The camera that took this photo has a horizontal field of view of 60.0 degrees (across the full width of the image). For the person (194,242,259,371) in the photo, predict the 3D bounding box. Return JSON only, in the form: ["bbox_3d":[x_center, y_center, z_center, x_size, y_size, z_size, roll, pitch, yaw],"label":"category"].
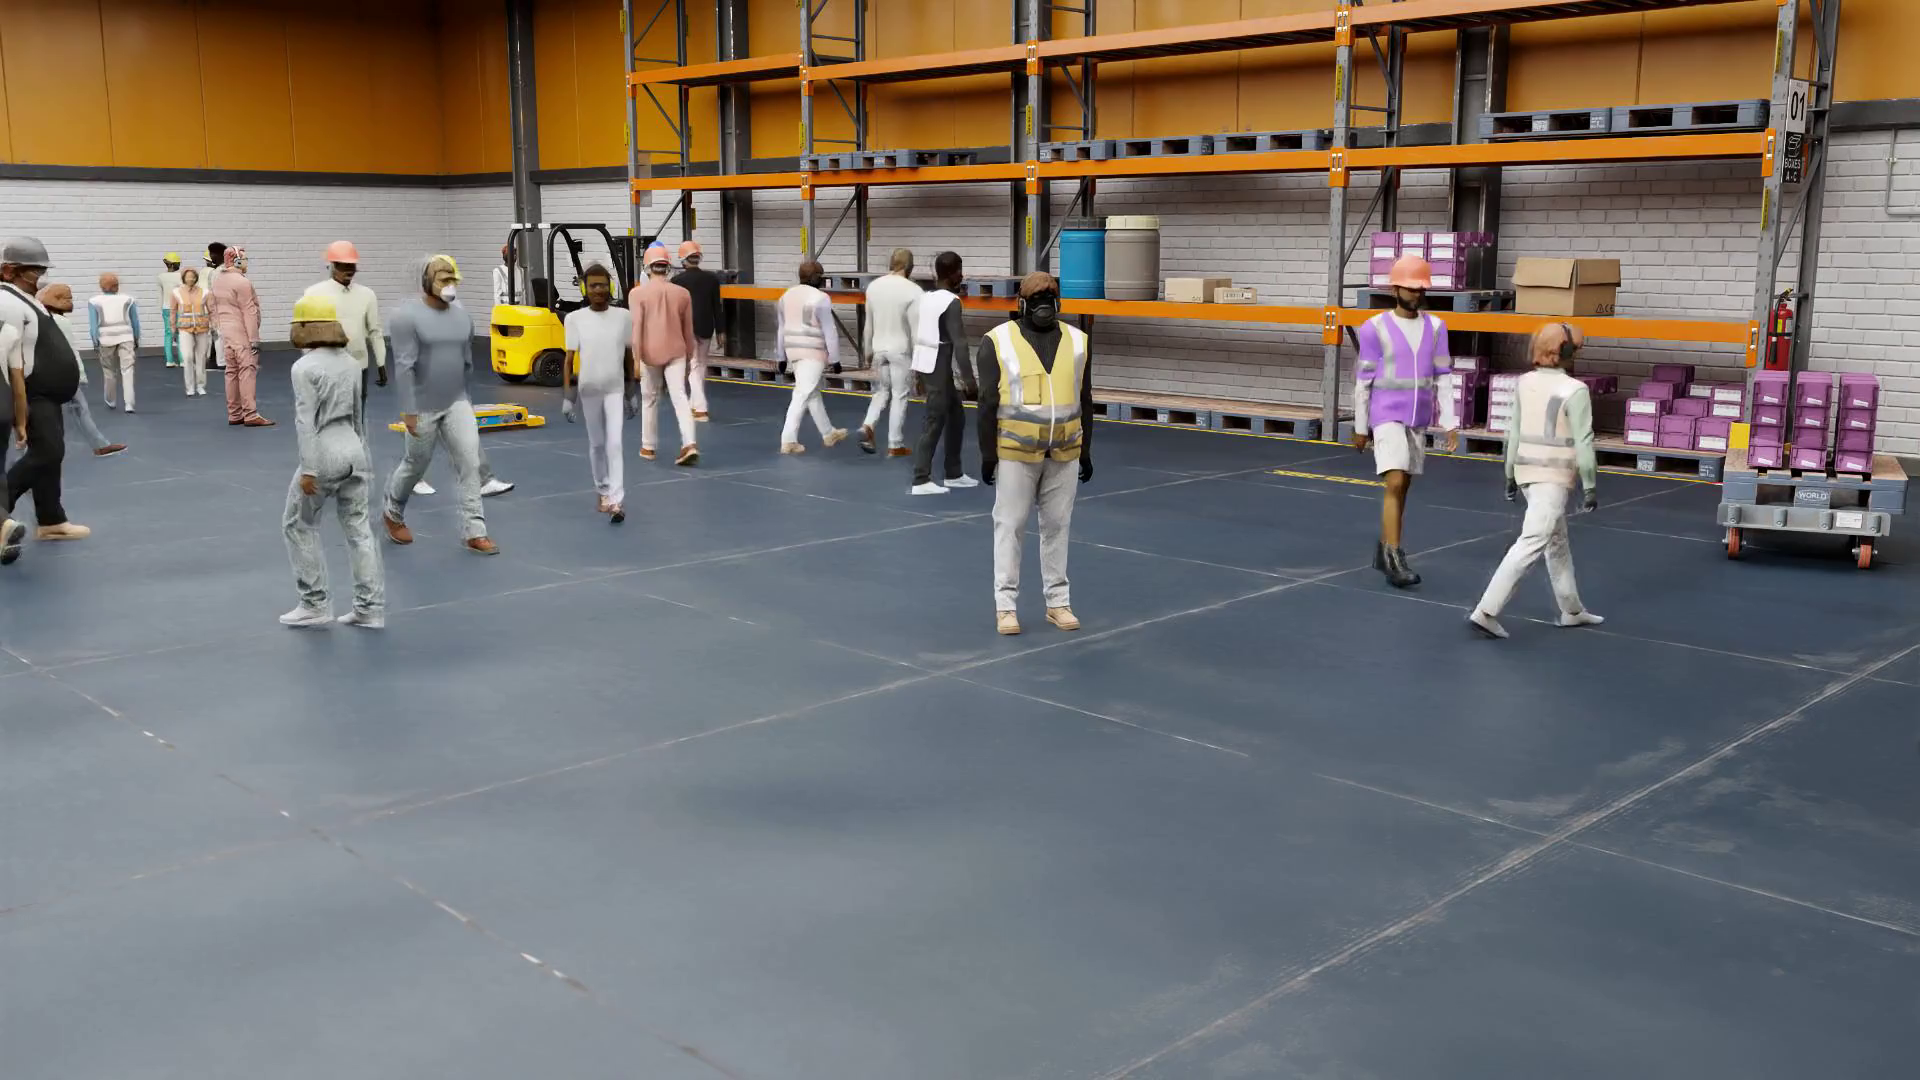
[{"bbox_3d":[-10.949,-3.455,24.711,0.934,1.927,0.613,-3,11,-18],"label":"person"}]

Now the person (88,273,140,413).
[{"bbox_3d":[-9.705,-2.263,19.117,0.515,1.590,0.897,-6,12,-30],"label":"person"}]

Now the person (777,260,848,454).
[{"bbox_3d":[-1.385,-1.723,15.649,0.631,1.785,0.981,10,14,44],"label":"person"}]

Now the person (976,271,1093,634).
[{"bbox_3d":[0.395,-0.442,8.496,0.633,1.843,0.429,-3,11,-17],"label":"person"}]

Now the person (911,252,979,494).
[{"bbox_3d":[-0.062,-1.301,13.060,0.773,1.892,0.593,-3,11,-18],"label":"person"}]

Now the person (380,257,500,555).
[{"bbox_3d":[-3.398,-0.865,10.675,0.995,1.902,0.636,9,13,39],"label":"person"}]

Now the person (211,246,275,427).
[{"bbox_3d":[-7.626,-2.156,17.668,0.643,1.909,0.410,8,13,36],"label":"person"}]

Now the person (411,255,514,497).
[{"bbox_3d":[-3.970,-1.253,12.841,1.009,1.870,0.613,5,11,24],"label":"person"}]

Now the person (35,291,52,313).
[{"bbox_3d":[-9.769,-2.044,17.513,0.540,1.738,0.725,-4,11,-22],"label":"person"}]

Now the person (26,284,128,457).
[{"bbox_3d":[-8.022,-1.497,14.938,0.874,1.581,0.523,-8,13,-38],"label":"person"}]

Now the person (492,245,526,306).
[{"bbox_3d":[-6.623,-3.394,24.518,0.352,1.879,0.568,6,12,28],"label":"person"}]

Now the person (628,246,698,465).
[{"bbox_3d":[-2.622,-1.637,14.784,0.648,1.939,1.068,-6,12,-28],"label":"person"}]

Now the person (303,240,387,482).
[{"bbox_3d":[-4.966,-1.427,13.488,0.528,1.972,0.635,9,14,41],"label":"person"}]

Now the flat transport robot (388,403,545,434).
[{"bbox_3d":[-5.111,-1.264,17.264,1.431,0.197,0.652,-10,14,-44],"label":"flat transport robot"}]

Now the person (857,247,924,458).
[{"bbox_3d":[-0.626,-1.676,15.025,0.664,1.918,0.526,8,13,36],"label":"person"}]

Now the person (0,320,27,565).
[{"bbox_3d":[-5.871,-0.712,10.024,0.679,1.820,0.522,7,13,35],"label":"person"}]

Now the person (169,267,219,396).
[{"bbox_3d":[-9.605,-2.604,20.895,0.536,1.609,0.736,-6,12,-30],"label":"person"}]

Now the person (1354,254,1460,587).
[{"bbox_3d":[2.626,-0.679,9.632,0.548,1.908,0.843,-3,11,-17],"label":"person"}]

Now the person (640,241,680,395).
[{"bbox_3d":[-3.815,-2.819,21.167,0.403,1.945,0.614,10,14,43],"label":"person"}]

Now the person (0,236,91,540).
[{"bbox_3d":[-6.087,-0.980,10.888,0.600,2.000,0.692,-3,11,-16],"label":"person"}]

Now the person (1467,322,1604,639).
[{"bbox_3d":[2.941,-0.298,8.379,0.861,1.596,0.531,-3,11,-17],"label":"person"}]

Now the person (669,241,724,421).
[{"bbox_3d":[-2.955,-2.292,18.273,0.643,1.956,0.846,-7,13,-35],"label":"person"}]

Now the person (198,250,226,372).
[{"bbox_3d":[-11.083,-3.426,24.795,0.600,1.829,0.404,8,13,37],"label":"person"}]

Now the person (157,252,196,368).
[{"bbox_3d":[-12.017,-3.518,25.482,0.533,1.767,0.326,3,11,18],"label":"person"}]

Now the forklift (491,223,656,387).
[{"bbox_3d":[-5.316,-3.263,22.920,2.313,2.155,1.214,-10,14,-44],"label":"forklift"}]

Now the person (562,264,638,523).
[{"bbox_3d":[-2.566,-1.043,11.849,0.536,1.813,0.995,-3,11,-13],"label":"person"}]

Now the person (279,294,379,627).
[{"bbox_3d":[-3.296,-0.395,8.559,0.640,1.719,0.520,4,11,20],"label":"person"}]
